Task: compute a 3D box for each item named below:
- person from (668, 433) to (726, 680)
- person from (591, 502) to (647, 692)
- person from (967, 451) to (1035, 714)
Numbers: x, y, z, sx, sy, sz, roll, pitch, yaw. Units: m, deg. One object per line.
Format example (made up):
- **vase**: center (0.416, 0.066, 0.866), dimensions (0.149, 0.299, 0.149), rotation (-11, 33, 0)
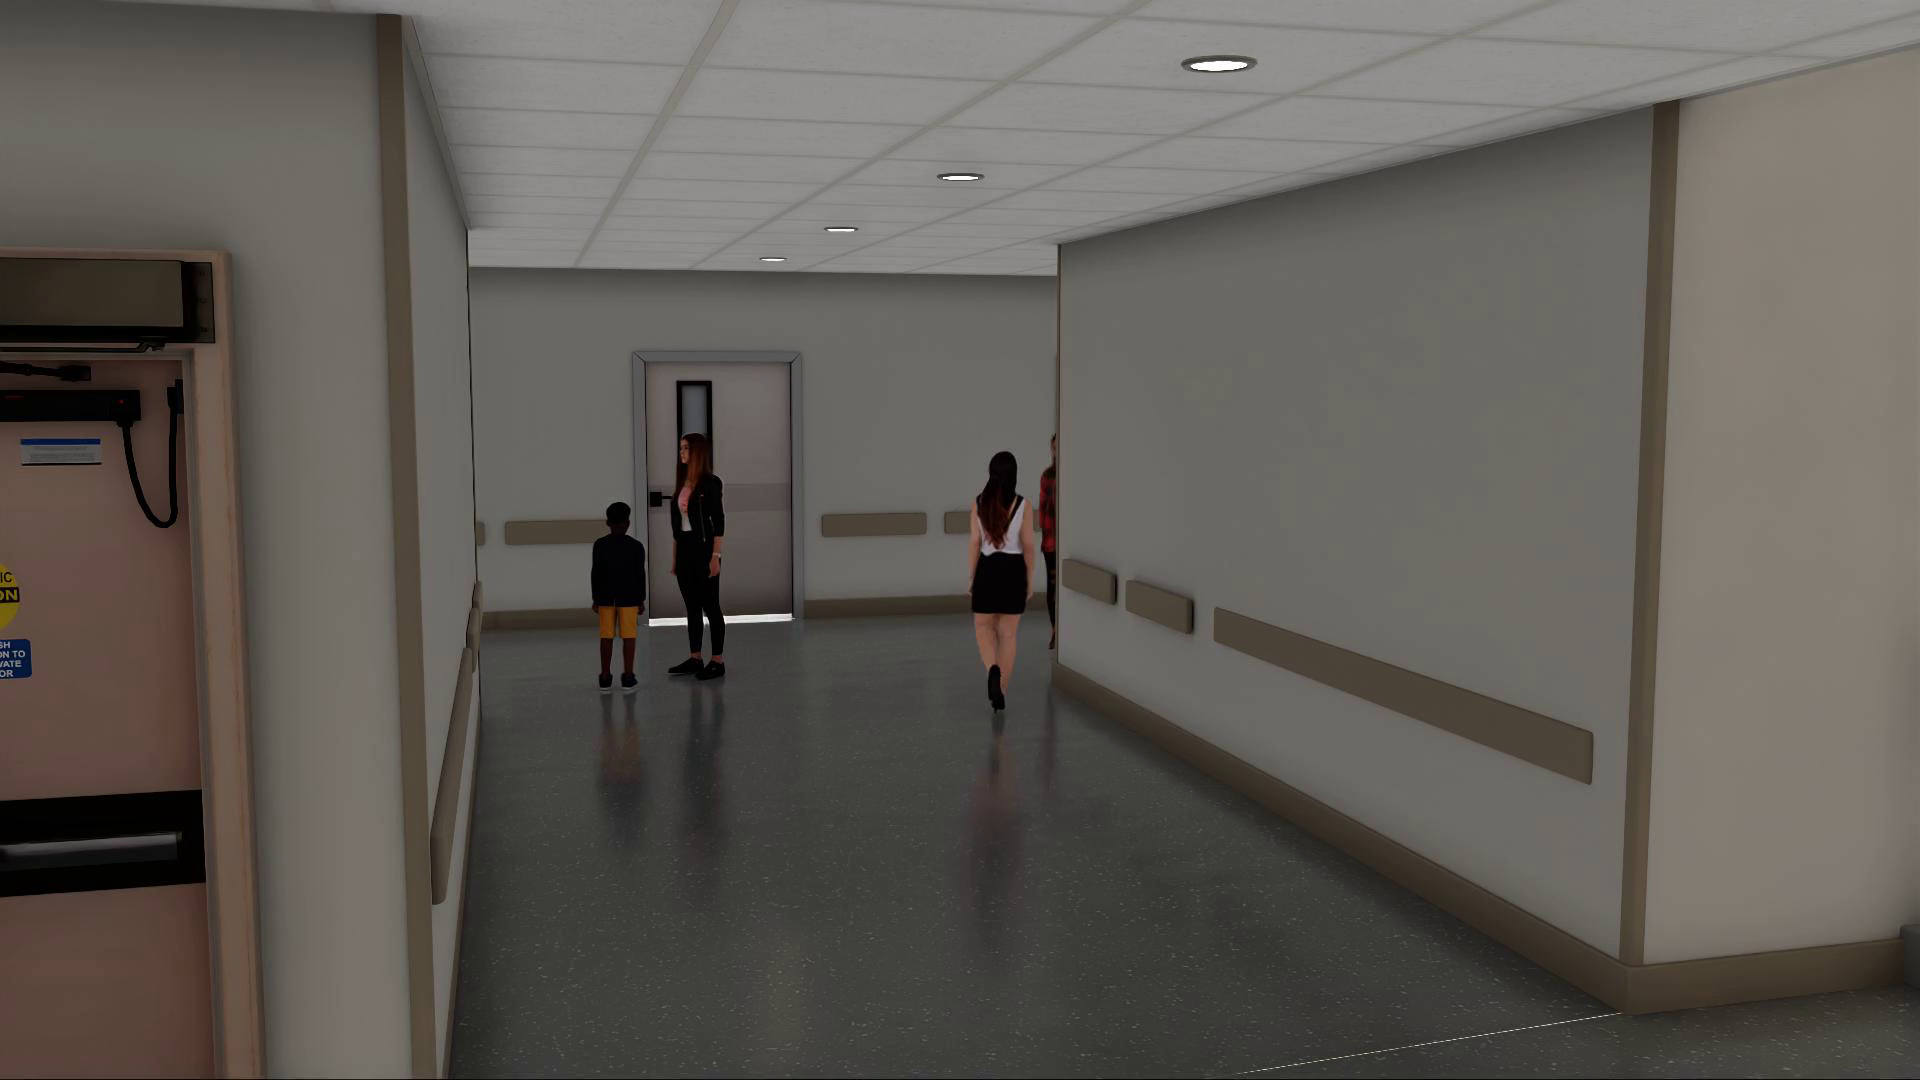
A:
- **person**: center (-1.824, 0.103, 11.686), dimensions (0.691, 1.711, 0.715), rotation (5, 7, 40)
- **person**: center (-2.310, 0.374, 11.216), dimensions (0.488, 1.267, 0.595), rotation (-1, 6, -8)
- **person**: center (0.242, 0.283, 10.260), dimensions (0.792, 1.638, 0.766), rotation (0, 6, 3)
